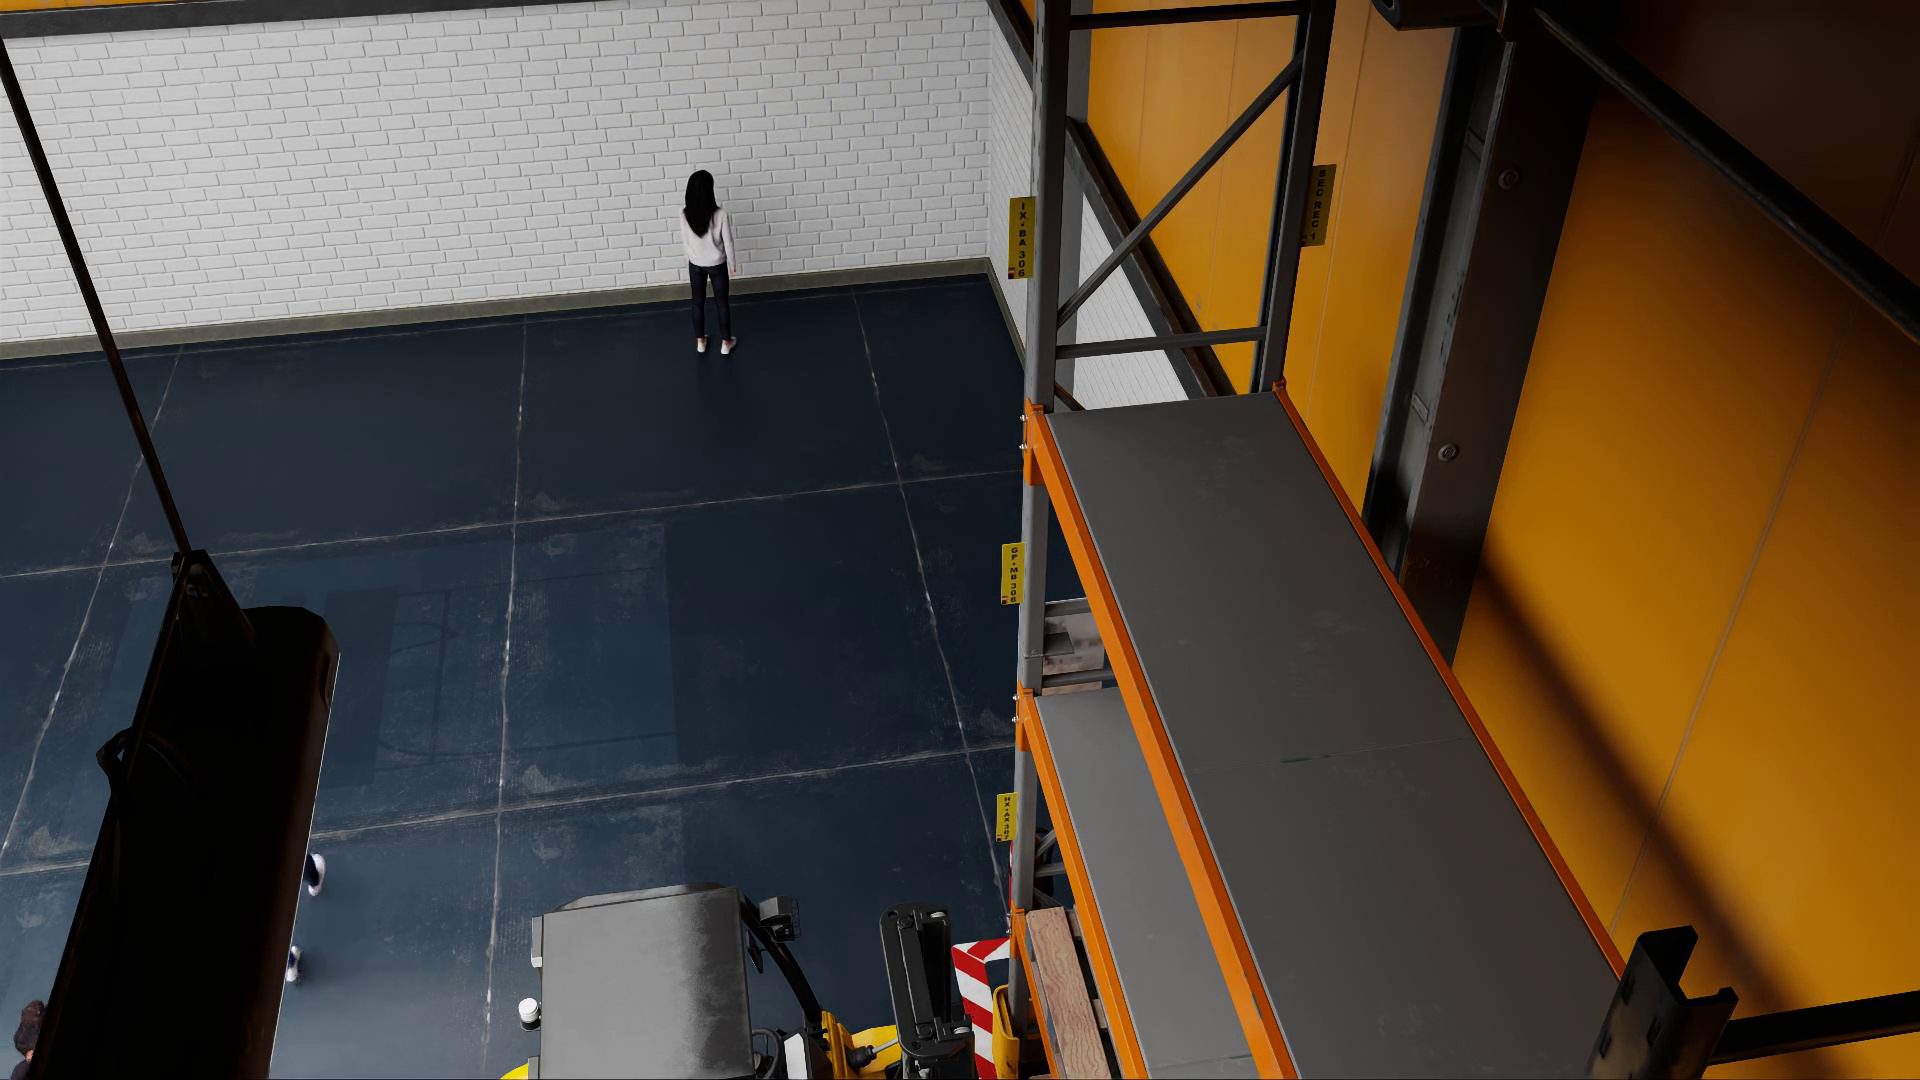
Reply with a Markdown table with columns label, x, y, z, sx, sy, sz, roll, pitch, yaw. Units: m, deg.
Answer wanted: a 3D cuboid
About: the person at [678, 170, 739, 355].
| label | x | y | z | sx | sy | sz | roll | pitch | yaw |
| --- | --- | --- | --- | --- | --- | --- | --- | --- | --- |
| person | -2.169 | -2.377 | 14.252 | 0.666 | 1.701 | 0.641 | 5 | 39 | 6 |
